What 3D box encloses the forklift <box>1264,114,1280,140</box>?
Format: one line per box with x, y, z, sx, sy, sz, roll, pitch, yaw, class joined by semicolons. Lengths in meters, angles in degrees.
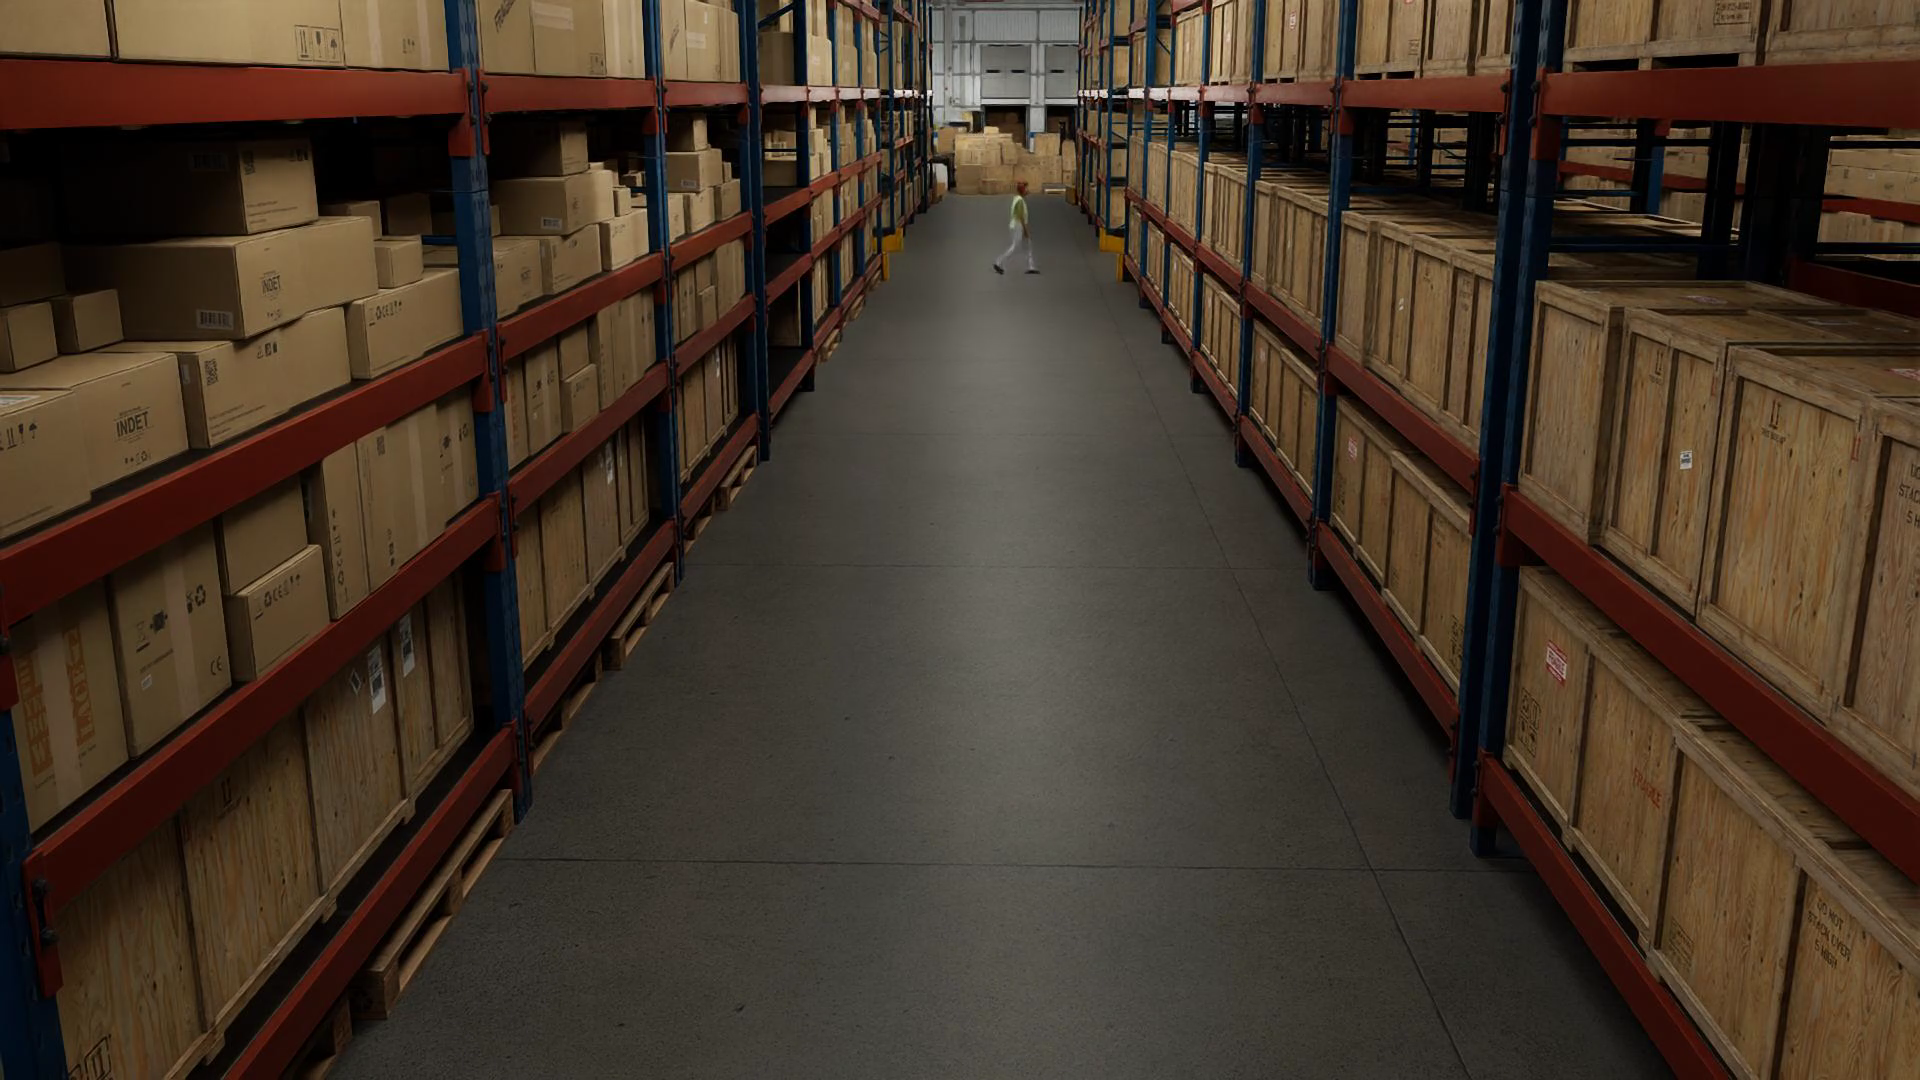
11.022;-13.949;59.692;1.129;2.768;1.873;0;15;2;forklift

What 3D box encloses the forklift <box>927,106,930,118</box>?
-1.950;-21.151;86.488;1.129;2.768;1.873;0;15;2;forklift

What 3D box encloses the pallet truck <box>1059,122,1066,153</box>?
5.788;-21.111;88.014;1.885;1.965;0.823;5;16;18;pallet truck

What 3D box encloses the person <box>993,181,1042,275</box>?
1.115;-6.081;32.454;0.900;1.811;0.572;1;15;5;person

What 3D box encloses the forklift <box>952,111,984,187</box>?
0.649;-14.654;62.314;1.873;2.768;1.129;0;15;1;forklift

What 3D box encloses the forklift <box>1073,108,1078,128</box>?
5.663;-18.473;76.524;1.129;2.768;1.873;-3;15;-12;forklift
